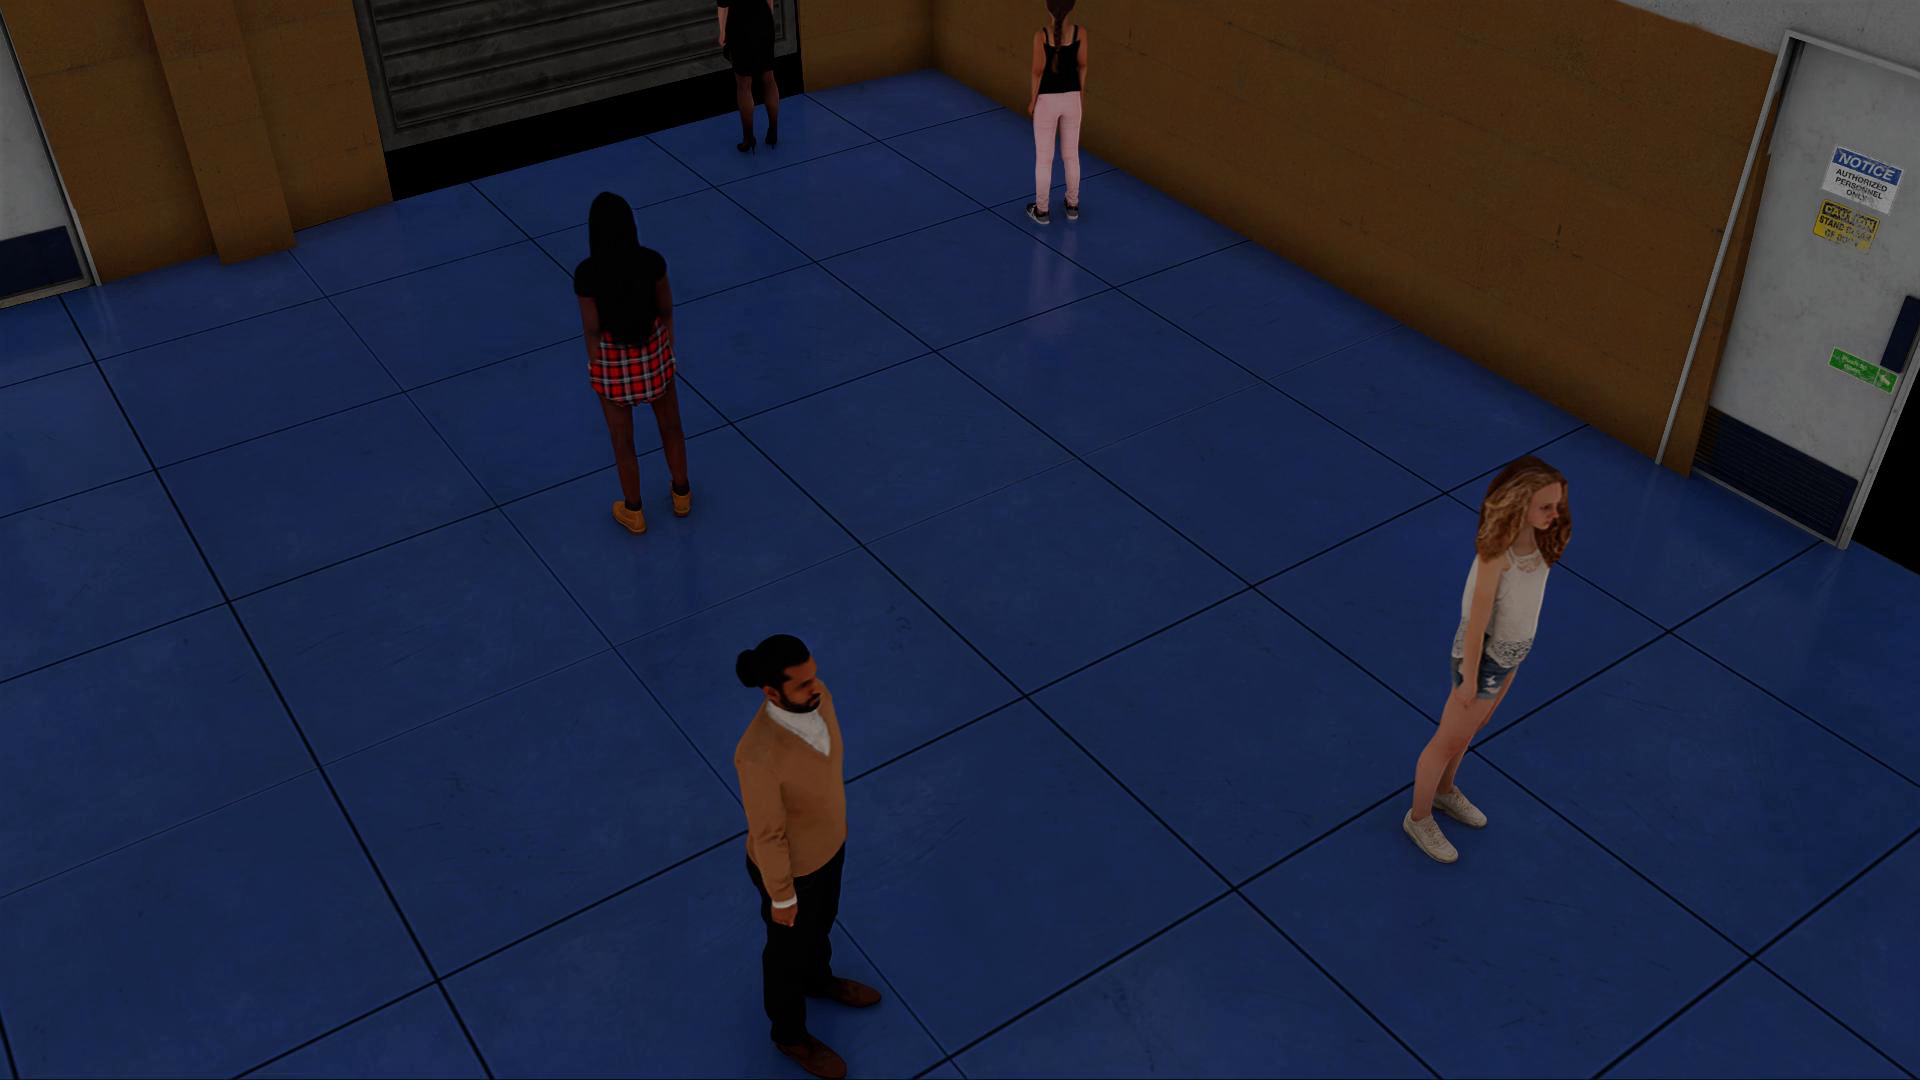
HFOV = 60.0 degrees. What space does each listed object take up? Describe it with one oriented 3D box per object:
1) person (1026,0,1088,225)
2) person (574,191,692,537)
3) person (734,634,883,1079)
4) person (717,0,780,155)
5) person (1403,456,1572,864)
[{"bbox_3d":[0.622,-2.761,10.521,0.549,1.566,0.652,-9,38,-12],"label":"person"},{"bbox_3d":[-1.535,-0.819,7.799,0.544,1.727,0.678,-20,41,-24],"label":"person"},{"bbox_3d":[-0.516,0.999,5.355,0.819,1.755,0.732,11,38,14],"label":"person"},{"bbox_3d":[-1.434,-3.472,11.337,0.438,1.707,0.650,-21,42,-25],"label":"person"},{"bbox_3d":[1.919,0.428,6.112,0.681,1.758,0.510,29,46,33],"label":"person"}]
